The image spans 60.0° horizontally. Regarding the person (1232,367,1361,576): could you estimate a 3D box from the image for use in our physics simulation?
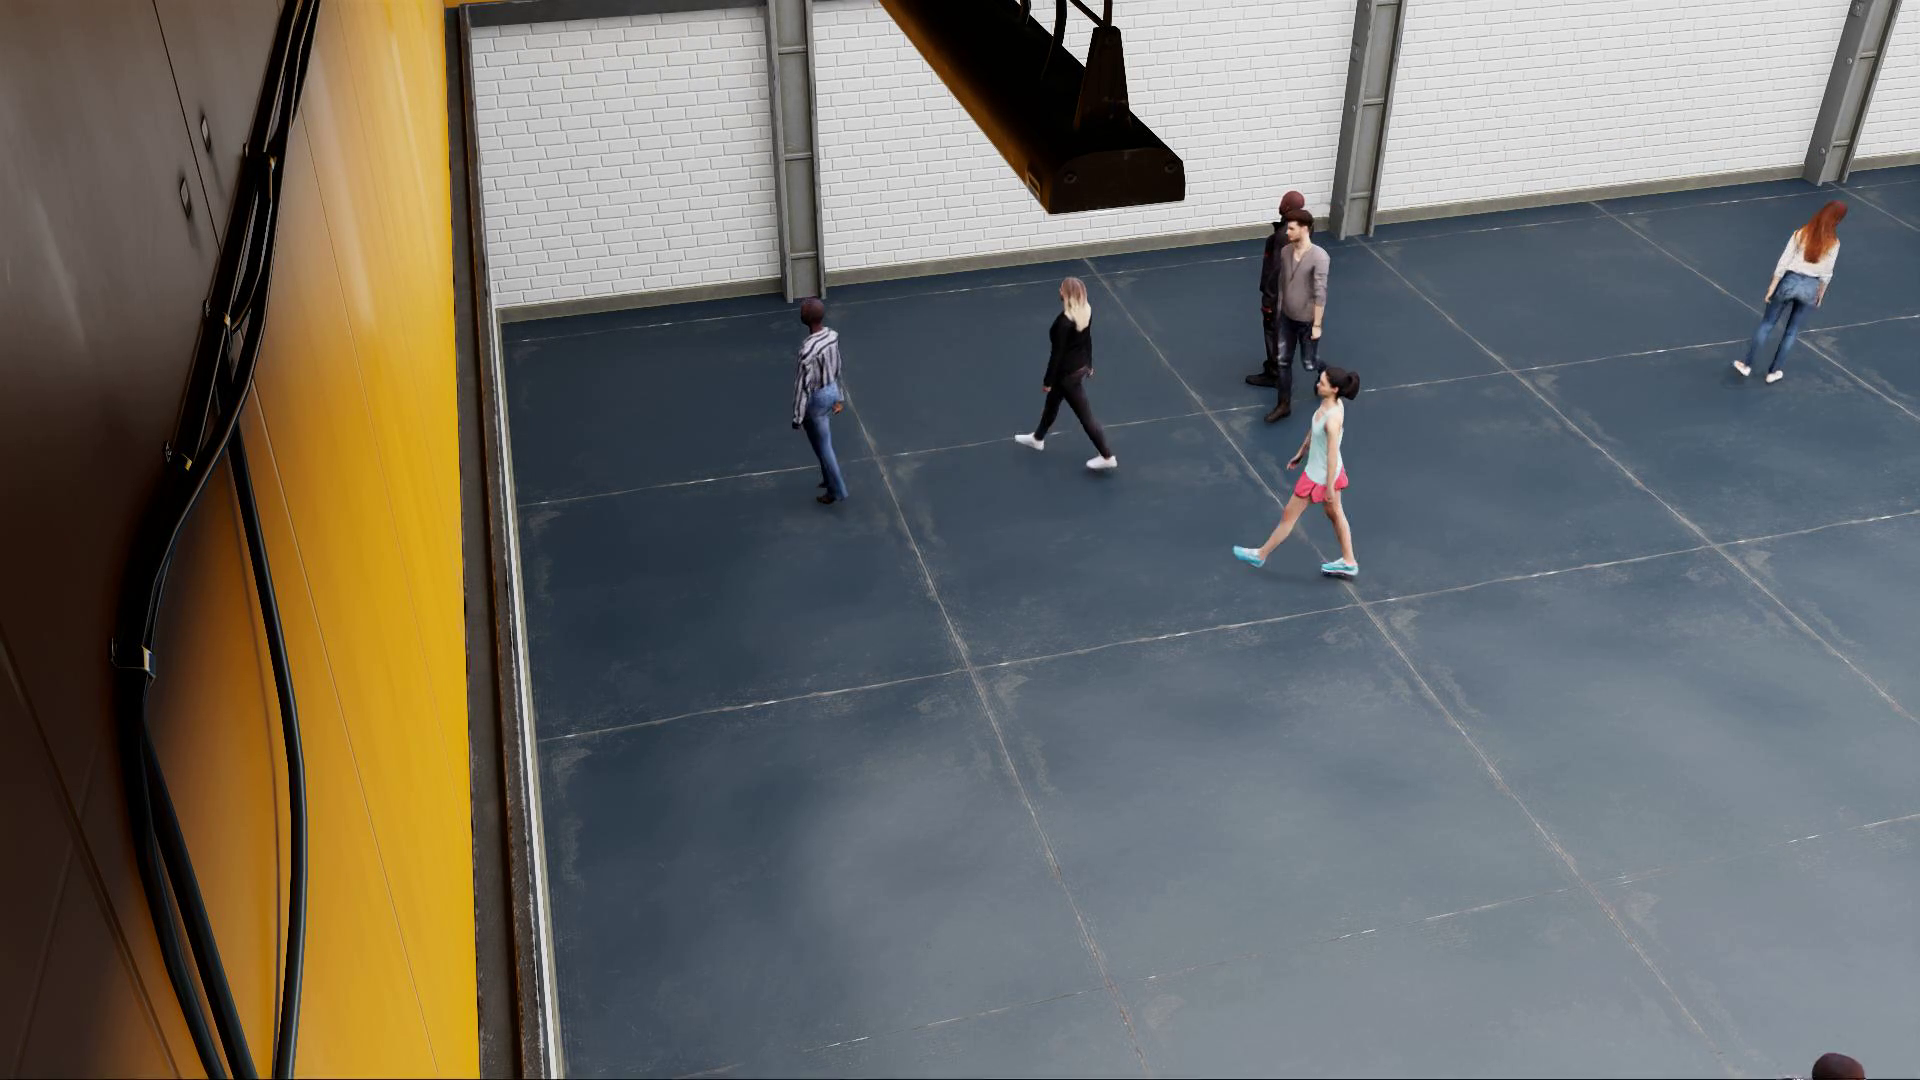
[{"bbox_3d":[2.727,-0.456,12.138,1.238,1.712,0.960,7,34,10],"label":"person"}]

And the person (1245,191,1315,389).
[{"bbox_3d":[2.871,-2.224,14.695,0.849,1.826,0.757,23,40,31],"label":"person"}]

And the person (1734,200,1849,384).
[{"bbox_3d":[7.386,-2.180,14.748,0.809,1.693,0.879,8,34,12],"label":"person"}]

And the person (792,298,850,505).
[{"bbox_3d":[-1.005,-1.027,12.932,0.824,1.784,0.775,11,35,17],"label":"person"}]

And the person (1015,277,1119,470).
[{"bbox_3d":[0.988,-1.292,13.468,1.229,1.632,1.127,16,37,22],"label":"person"}]

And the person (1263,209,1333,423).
[{"bbox_3d":[2.971,-1.917,14.190,1.190,1.875,1.003,-27,42,-35],"label":"person"}]
